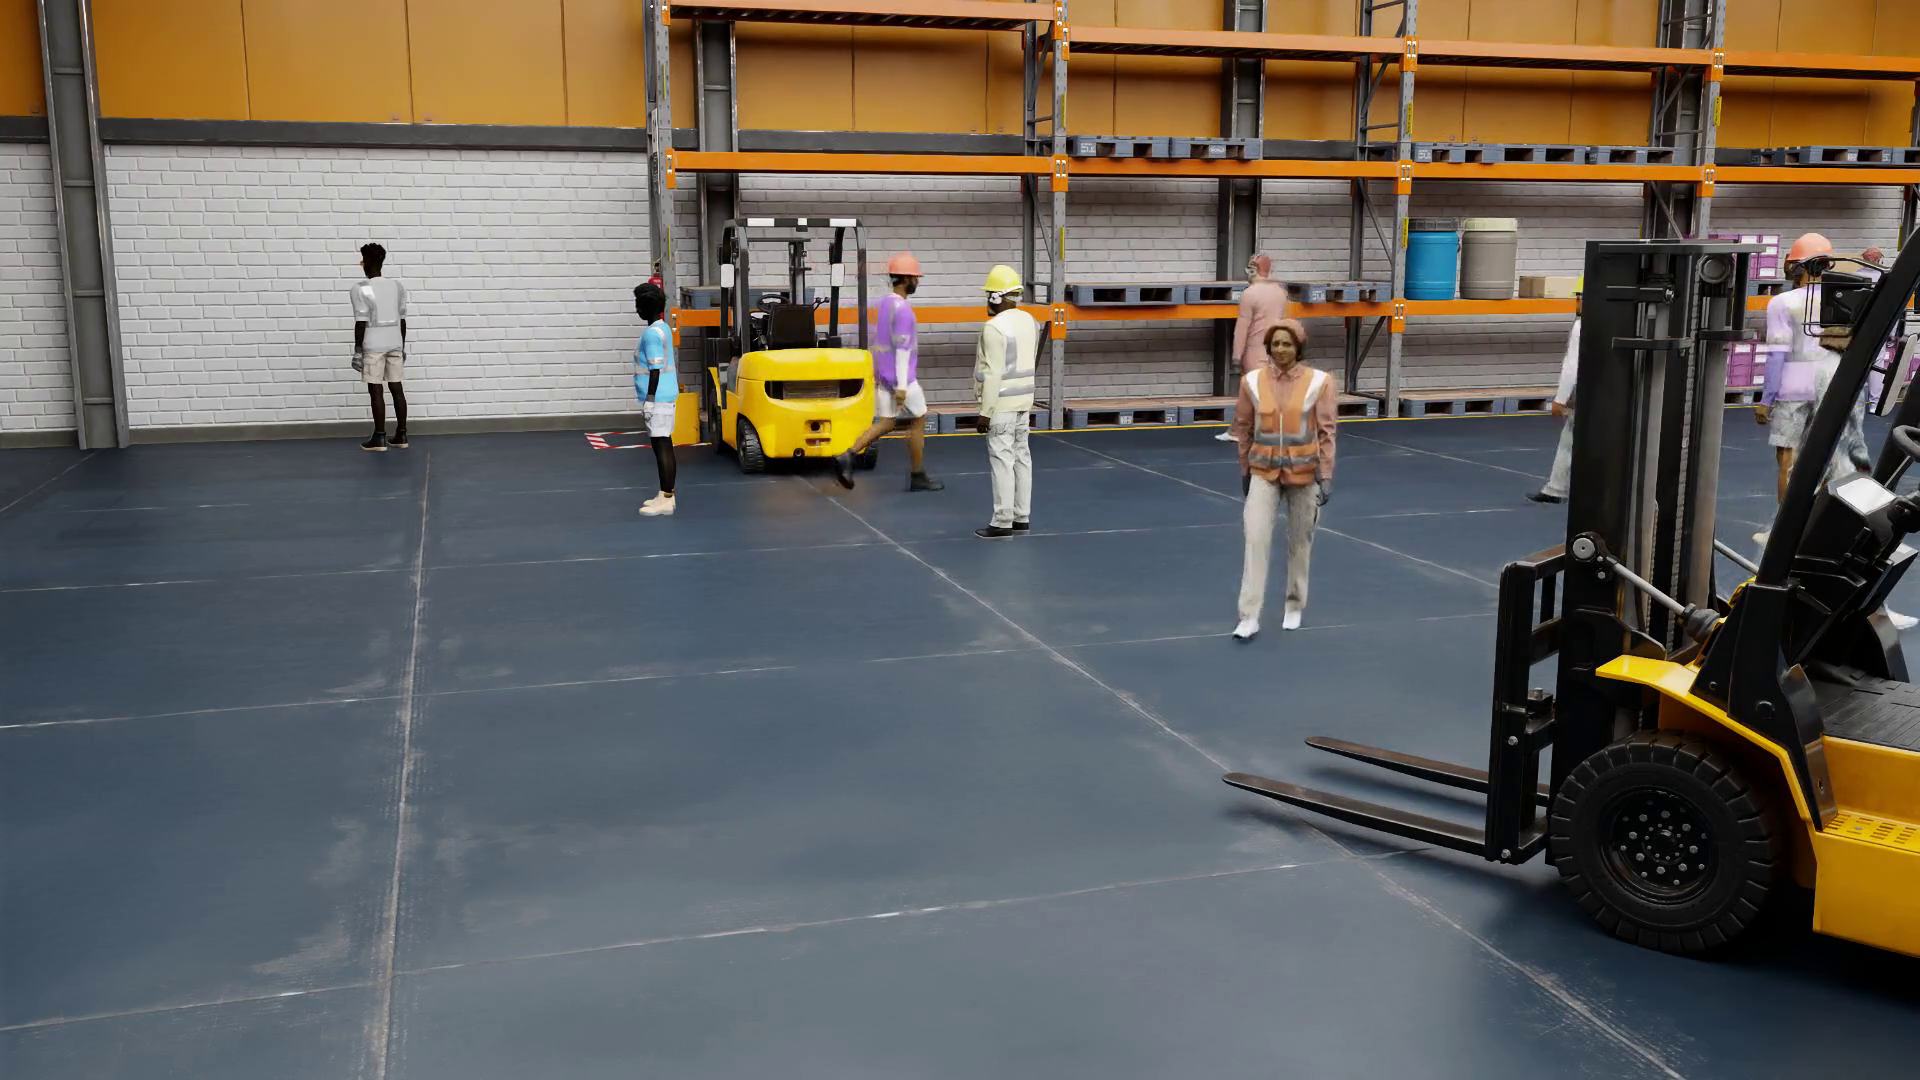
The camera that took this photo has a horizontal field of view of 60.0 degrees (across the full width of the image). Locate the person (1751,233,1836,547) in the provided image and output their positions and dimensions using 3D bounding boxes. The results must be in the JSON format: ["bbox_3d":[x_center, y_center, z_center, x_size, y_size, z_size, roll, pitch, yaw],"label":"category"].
[{"bbox_3d":[5.443,-0.952,10.781,0.609,2.044,0.394,-2,11,-11],"label":"person"}]

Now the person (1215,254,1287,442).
[{"bbox_3d":[2.900,-1.836,16.143,0.971,1.866,0.654,9,14,41],"label":"person"}]

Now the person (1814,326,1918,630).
[{"bbox_3d":[4.611,-0.387,8.608,0.839,1.709,0.503,5,11,24],"label":"person"}]

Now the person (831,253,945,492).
[{"bbox_3d":[-0.562,-1.301,13.092,0.838,1.907,0.541,-5,11,-25],"label":"person"}]

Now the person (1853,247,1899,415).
[{"bbox_3d":[10.362,-2.389,19.040,0.645,1.907,0.400,5,11,24],"label":"person"}]

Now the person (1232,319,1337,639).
[{"bbox_3d":[1.617,-0.293,8.351,0.525,1.605,0.774,4,11,22],"label":"person"}]

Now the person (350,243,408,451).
[{"bbox_3d":[-5.519,-1.831,15.816,0.368,1.966,0.602,6,12,31],"label":"person"}]

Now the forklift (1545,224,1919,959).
[{"bbox_3d":[2.909,0.117,4.508,2.313,2.155,1.214,9,14,40],"label":"forklift"}]

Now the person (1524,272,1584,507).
[{"bbox_3d":[4.628,-1.076,12.166,0.921,1.791,0.601,9,14,42],"label":"person"}]

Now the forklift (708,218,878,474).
[{"bbox_3d":[-1.522,-1.778,14.899,1.214,2.155,2.313,-3,11,-17],"label":"forklift"}]

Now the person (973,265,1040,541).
[{"bbox_3d":[0.290,-0.911,11.134,0.403,1.835,0.587,6,12,31],"label":"person"}]

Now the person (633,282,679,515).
[{"bbox_3d":[-2.222,-1.028,12.161,0.319,1.694,0.532,0,10,-3],"label":"person"}]
